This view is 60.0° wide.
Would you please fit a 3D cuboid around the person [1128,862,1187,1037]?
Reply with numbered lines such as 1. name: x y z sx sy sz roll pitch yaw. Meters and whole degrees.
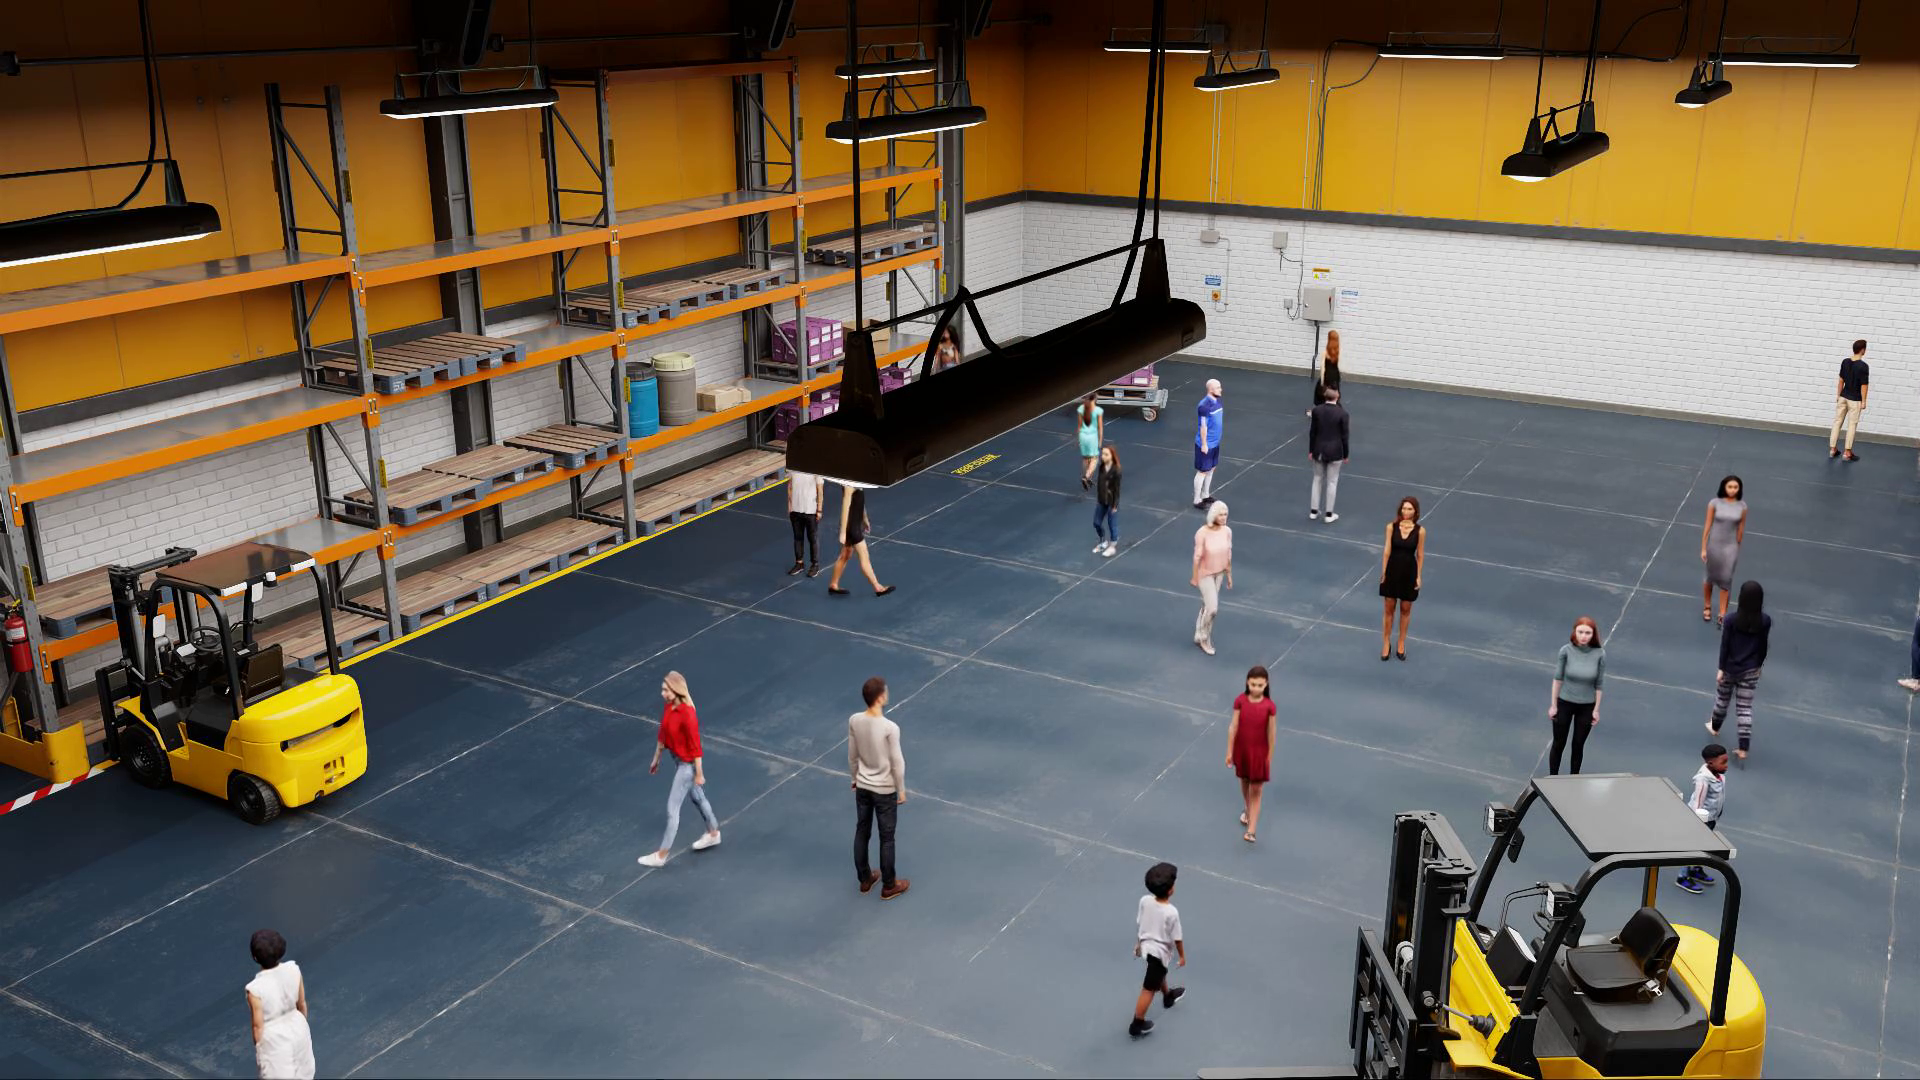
1. person: 1.332 2.861 11.543 0.935 1.225 0.663 -16 24 -40

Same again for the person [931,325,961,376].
1. person: -0.165 -2.805 27.809 0.628 1.583 1.049 13 22 33

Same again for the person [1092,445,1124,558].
1. person: 1.941 -0.514 21.177 0.609 1.474 0.598 17 25 41

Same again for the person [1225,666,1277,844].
1. person: 2.512 1.779 14.304 0.645 1.514 1.060 7 20 19

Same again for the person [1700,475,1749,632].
1. person: 8.616 0.103 18.897 0.699 1.759 0.921 6 20 18

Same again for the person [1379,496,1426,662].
1. person: 4.742 0.412 17.860 0.634 1.836 0.637 6 19 17

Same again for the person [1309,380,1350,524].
1. person: 4.979 -1.207 22.480 0.722 1.956 0.627 12 22 32

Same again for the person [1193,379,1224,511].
1. person: 3.443 -1.344 23.068 0.722 1.839 0.484 11 21 29

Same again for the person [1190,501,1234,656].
1. person: 2.698 0.360 18.213 0.751 1.708 0.805 -11 21 -29

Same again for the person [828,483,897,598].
1. person: -1.372 -0.163 19.673 1.027 1.767 1.126 3 19 9

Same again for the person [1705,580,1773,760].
1. person: 7.352 1.246 15.610 0.939 1.689 1.191 1 19 4

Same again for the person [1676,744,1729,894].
1. person: 5.992 2.214 13.414 0.491 1.258 0.587 -16 24 -40

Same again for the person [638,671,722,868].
1. person: -2.210 1.859 13.825 1.134 1.668 0.931 -11 22 -31

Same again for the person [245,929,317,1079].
1. person: -4.189 3.110 10.292 0.610 1.552 0.443 10 21 28

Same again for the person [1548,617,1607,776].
1. person: 5.462 1.499 14.776 0.645 1.743 0.627 5 19 13

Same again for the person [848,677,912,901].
1. person: -0.668 1.964 13.205 0.644 1.865 0.537 10 21 28

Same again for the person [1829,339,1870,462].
1. person: 13.629 -2.155 25.444 0.719 1.860 0.709 -9 21 -25

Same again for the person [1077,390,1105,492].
1. person: 1.831 -1.422 23.758 0.593 1.546 0.849 8 20 22

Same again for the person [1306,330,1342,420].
1. person: 6.091 -2.592 27.190 1.095 1.573 1.080 -7 20 -20

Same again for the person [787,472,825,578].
1. person: -1.904 -0.405 20.471 0.654 1.717 0.570 7 20 21
